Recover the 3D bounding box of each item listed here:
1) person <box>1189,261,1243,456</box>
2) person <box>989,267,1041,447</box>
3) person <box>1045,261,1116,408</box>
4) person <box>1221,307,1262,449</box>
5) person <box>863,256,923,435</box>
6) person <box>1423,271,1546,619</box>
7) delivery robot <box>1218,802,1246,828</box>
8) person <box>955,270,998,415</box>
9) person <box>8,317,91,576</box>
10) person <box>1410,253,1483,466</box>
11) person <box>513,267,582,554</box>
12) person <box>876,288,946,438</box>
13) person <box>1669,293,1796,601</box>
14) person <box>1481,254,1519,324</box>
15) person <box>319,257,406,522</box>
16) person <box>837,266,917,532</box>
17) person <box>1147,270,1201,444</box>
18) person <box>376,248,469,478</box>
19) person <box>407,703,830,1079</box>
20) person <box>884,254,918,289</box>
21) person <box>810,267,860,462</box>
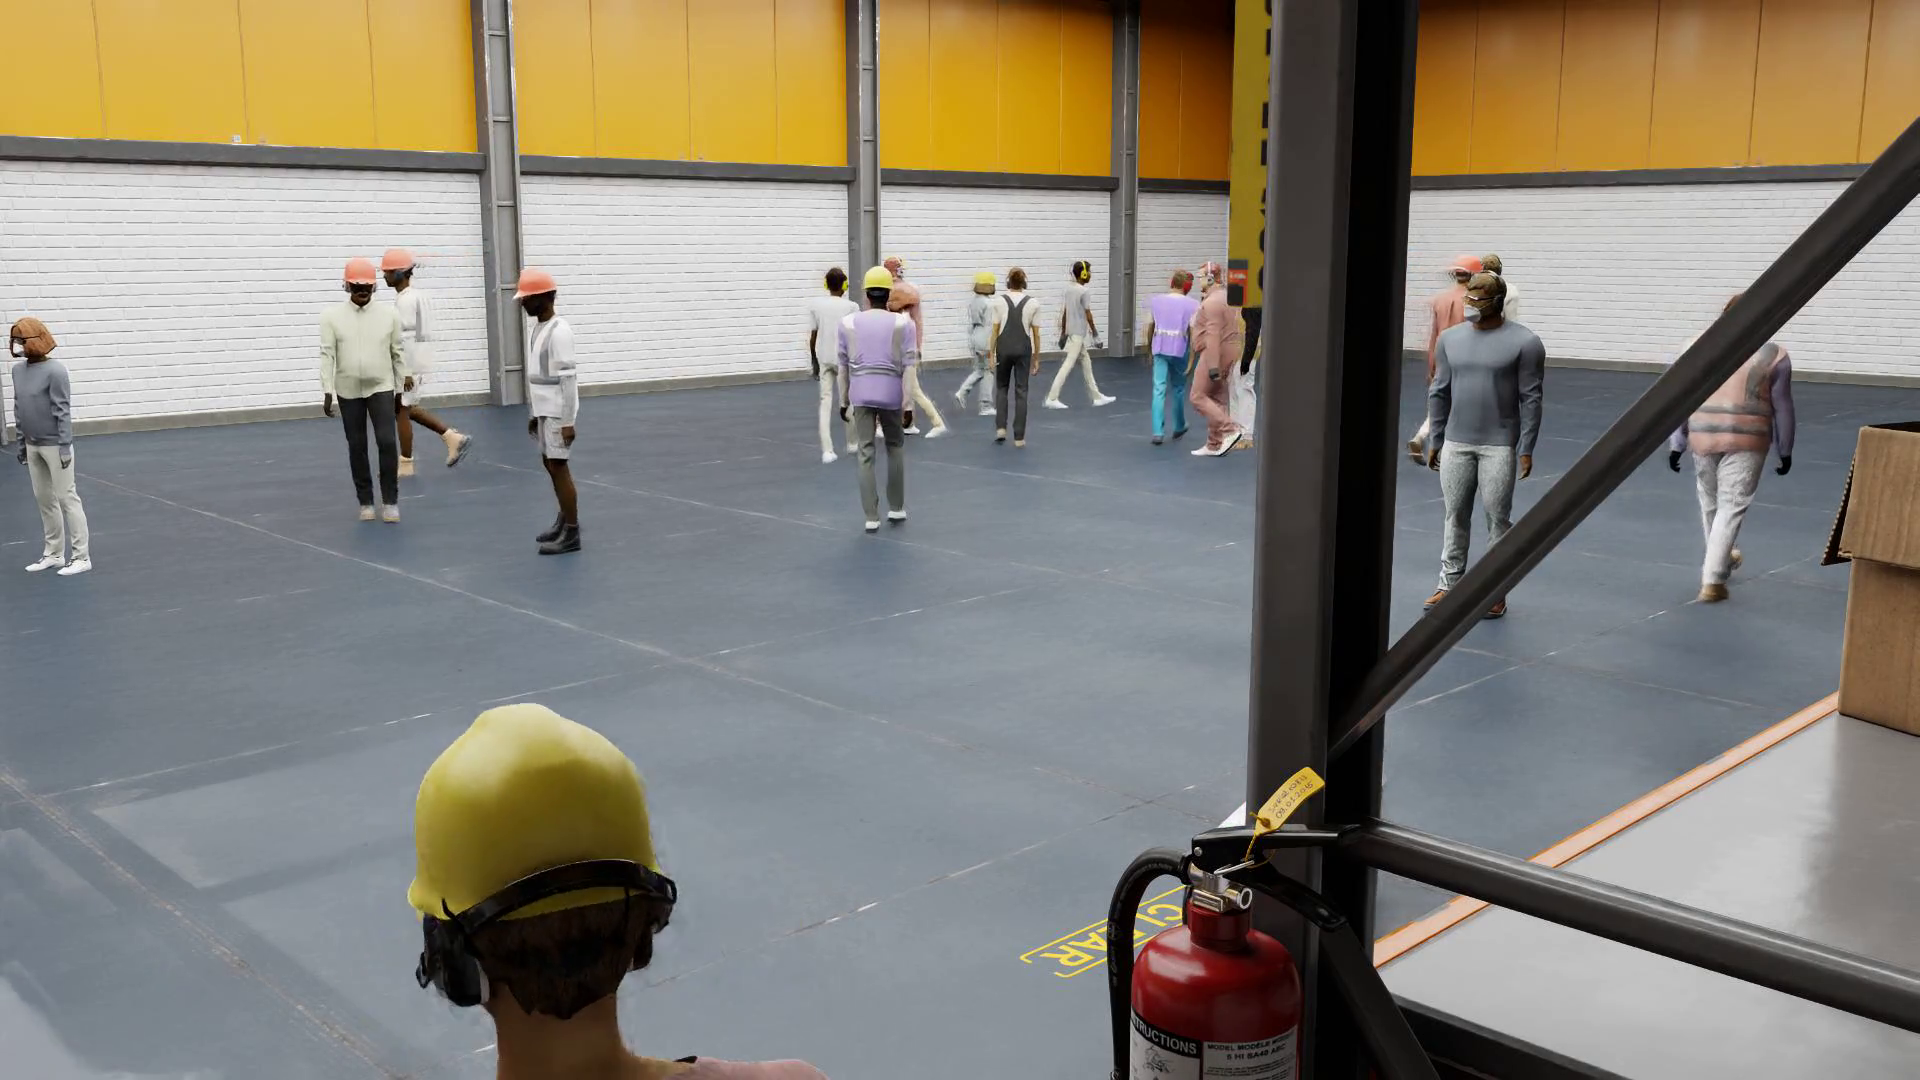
[{"bbox_3d":[2.450,-1.719,15.940,0.467,1.887,0.639,5,11,25],"label":"person"},{"bbox_3d":[0.559,-1.854,16.900,0.528,1.810,0.591,0,10,2],"label":"person"},{"bbox_3d":[1.480,-2.530,20.572,0.998,1.818,0.504,-4,11,-19],"label":"person"},{"bbox_3d":[2.802,-1.835,16.693,0.429,1.844,0.627,-2,11,-9],"label":"person"},{"bbox_3d":[-0.704,-2.071,17.813,0.644,1.904,0.399,2,11,12],"label":"person"},{"bbox_3d":[2.920,-0.530,9.320,0.635,1.935,0.351,8,13,39],"label":"person"},{"bbox_3d":[1.034,0.891,5.081,0.477,0.478,0.707,5,12,27],"label":"delivery robot"},{"bbox_3d":[0.237,-2.332,19.722,0.474,1.723,0.495,-6,12,-31],"label":"person"},{"bbox_3d":[-5.763,-0.586,10.483,0.497,1.626,0.288,5,12,27],"label":"person"},{"bbox_3d":[4.418,-1.568,14.888,0.630,1.979,0.630,-6,12,-31],"label":"person"},{"bbox_3d":[-2.772,-0.877,11.258,0.426,1.929,0.607,-6,12,-31],"label":"person"},{"bbox_3d":[-0.557,-1.860,17.528,0.861,1.586,0.502,0,10,-3],"label":"person"},{"bbox_3d":[4.626,-0.569,9.929,0.654,1.786,0.974,10,14,44],"label":"person"},{"bbox_3d":[5.511,-2.016,17.416,0.627,1.941,0.370,5,11,25],"label":"person"},{"bbox_3d":[-4.408,-1.093,12.305,0.607,1.962,0.709,-4,11,-19],"label":"person"},{"bbox_3d":[-0.601,-1.038,12.176,0.594,1.896,0.791,0,10,3],"label":"person"},{"bbox_3d":[2.212,-1.897,17.212,0.580,1.770,1.017,3,11,17],"label":"person"},{"bbox_3d":[-4.783,-1.544,14.626,0.693,2.027,0.610,-3,11,-15],"label":"person"},{"bbox_3d":[-0.373,0.998,1.540,0.534,1.727,0.851,-7,13,-35],"label":"person"},{"bbox_3d":[-0.795,-2.399,19.607,0.612,1.904,0.628,5,11,24],"label":"person"},{"bbox_3d":[-1.165,-1.683,15.919,0.555,1.818,0.941,2,11,12],"label":"person"}]
